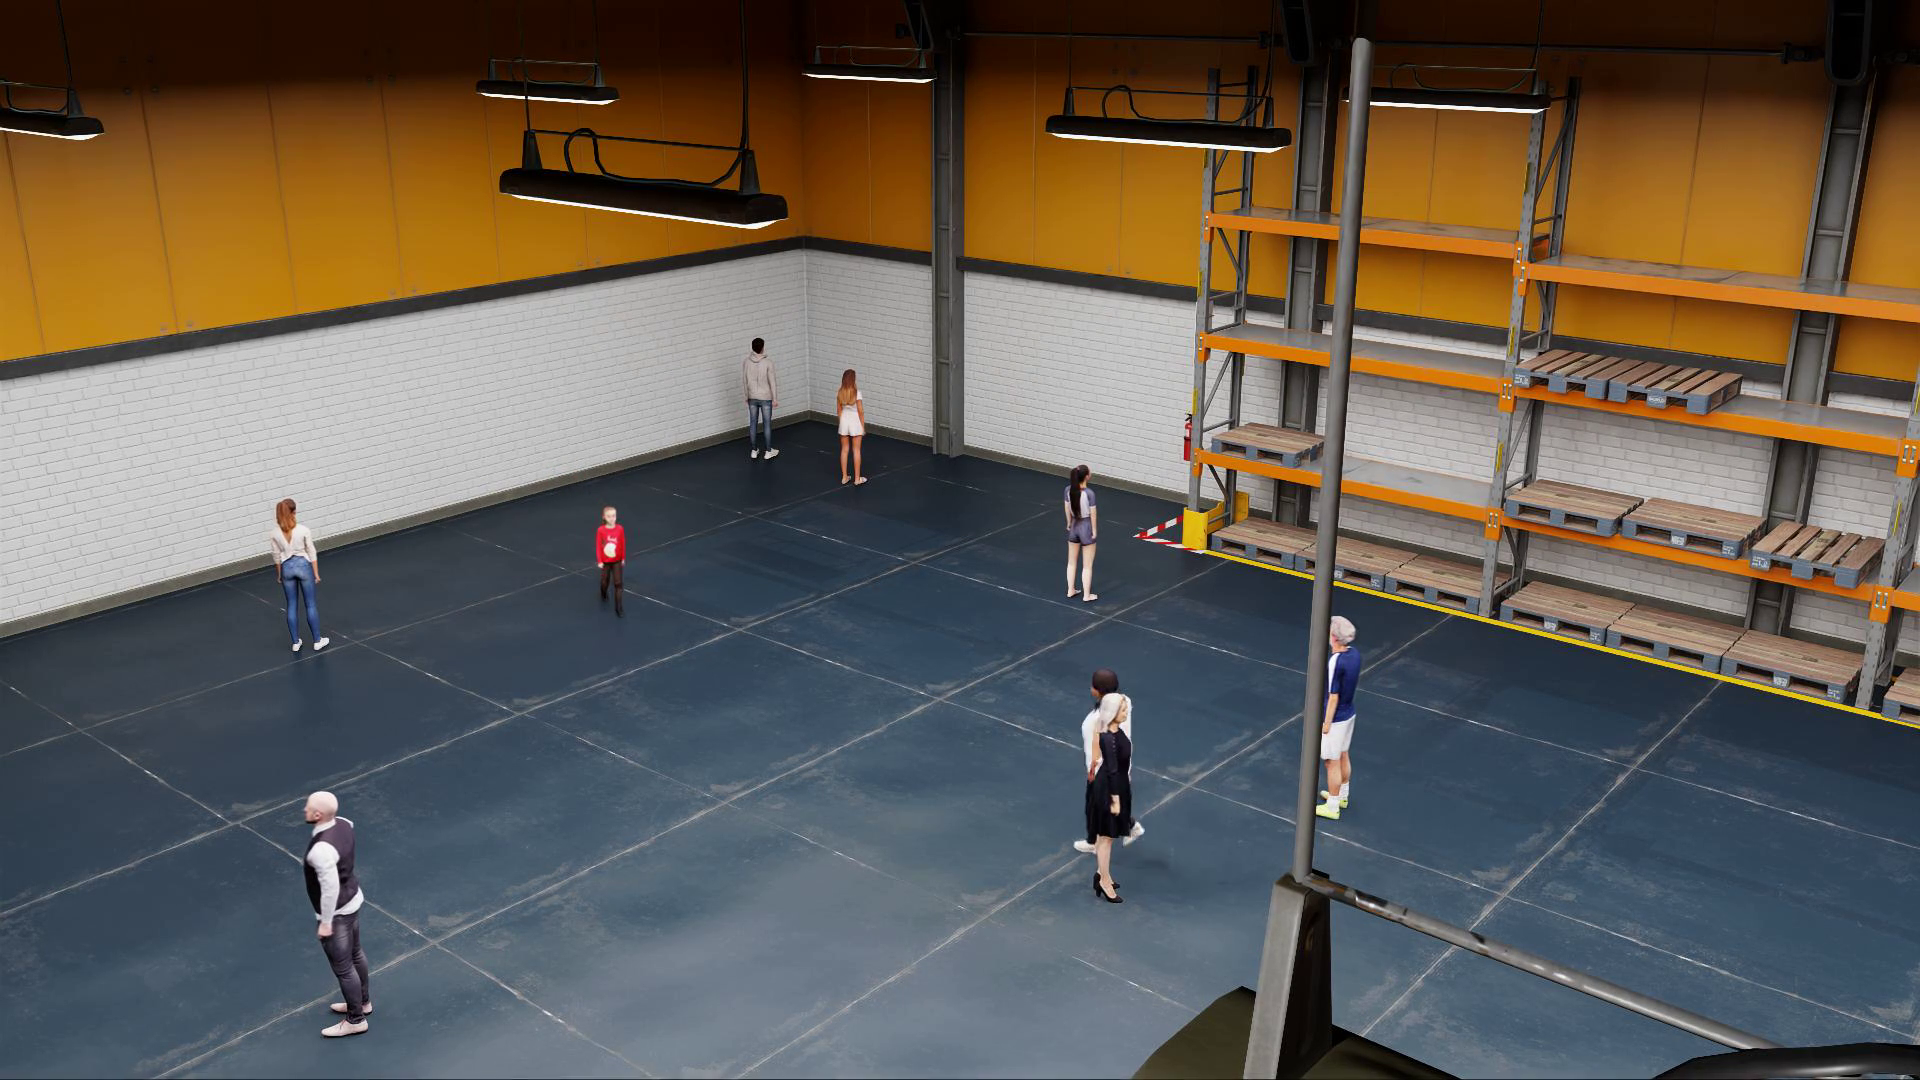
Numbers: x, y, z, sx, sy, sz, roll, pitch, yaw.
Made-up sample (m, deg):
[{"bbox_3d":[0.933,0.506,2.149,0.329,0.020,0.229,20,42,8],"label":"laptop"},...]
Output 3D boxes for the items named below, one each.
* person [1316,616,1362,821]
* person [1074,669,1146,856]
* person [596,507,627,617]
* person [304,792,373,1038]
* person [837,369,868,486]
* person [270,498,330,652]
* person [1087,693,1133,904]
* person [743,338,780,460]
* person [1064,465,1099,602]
[{"bbox_3d":[3.283,1.529,14.492,0.562,1.838,0.646,12,22,32],"label":"person"},{"bbox_3d":[1.251,1.863,13.764,0.862,1.670,0.736,10,21,28],"label":"person"},{"bbox_3d":[-4.053,0.224,19.255,0.701,1.271,0.859,-8,20,-23],"label":"person"},{"bbox_3d":[-4.296,2.555,11.469,0.835,1.823,0.772,-2,19,-5],"label":"person"},{"bbox_3d":[-1.591,-1.651,24.156,0.585,1.697,0.693,7,20,21],"label":"person"},{"bbox_3d":[-7.221,0.372,18.113,0.678,1.719,0.741,-1,19,-4],"label":"person"},{"bbox_3d":[1.199,2.017,13.186,0.736,1.747,0.700,1,19,4],"label":"person"},{"bbox_3d":[-3.078,-2.183,25.493,0.686,1.852,0.821,4,19,11],"label":"person"},{"bbox_3d":[1.432,-0.093,19.602,0.445,1.651,0.642,15,24,37],"label":"person"}]
